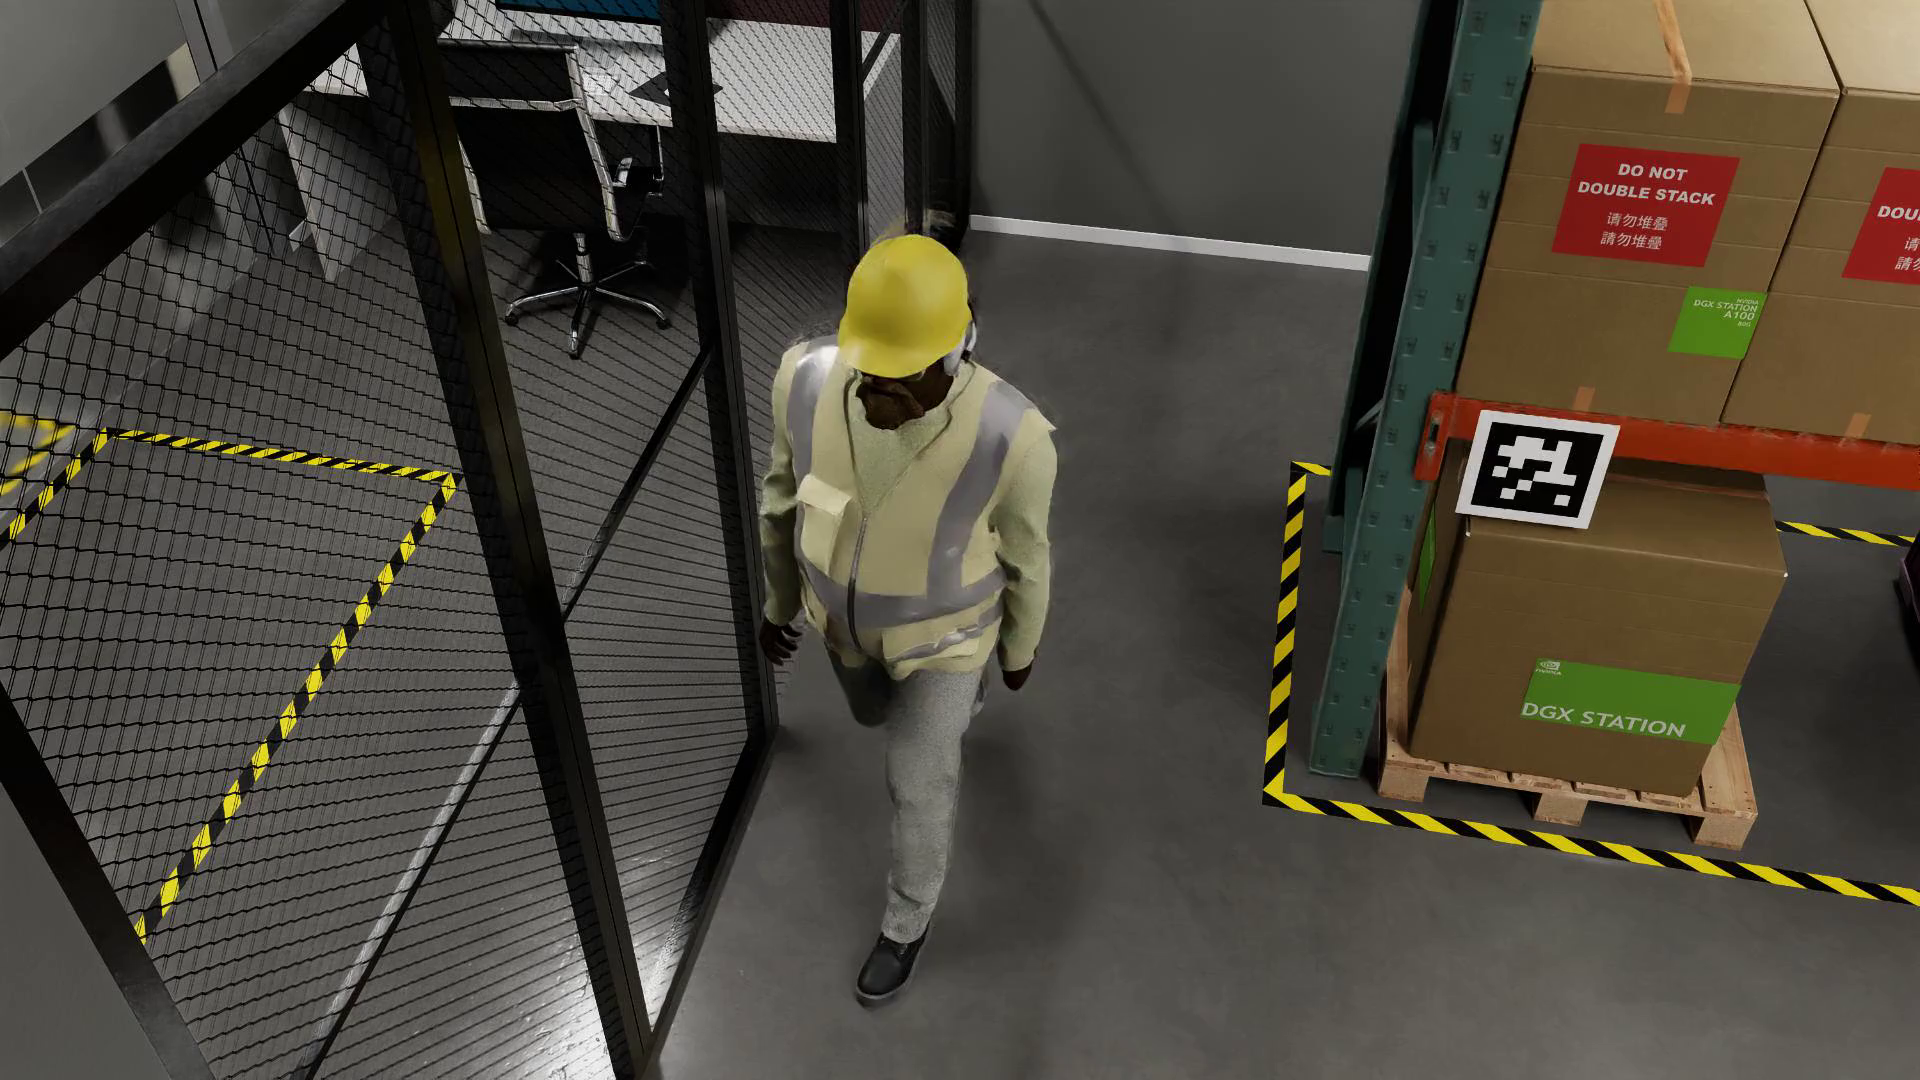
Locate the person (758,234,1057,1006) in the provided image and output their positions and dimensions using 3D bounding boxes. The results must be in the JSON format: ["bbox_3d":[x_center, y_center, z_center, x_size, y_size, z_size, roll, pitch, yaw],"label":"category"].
[{"bbox_3d":[-0.087,0.097,3.493,0.595,1.803,0.834,19,44,20],"label":"person"}]
